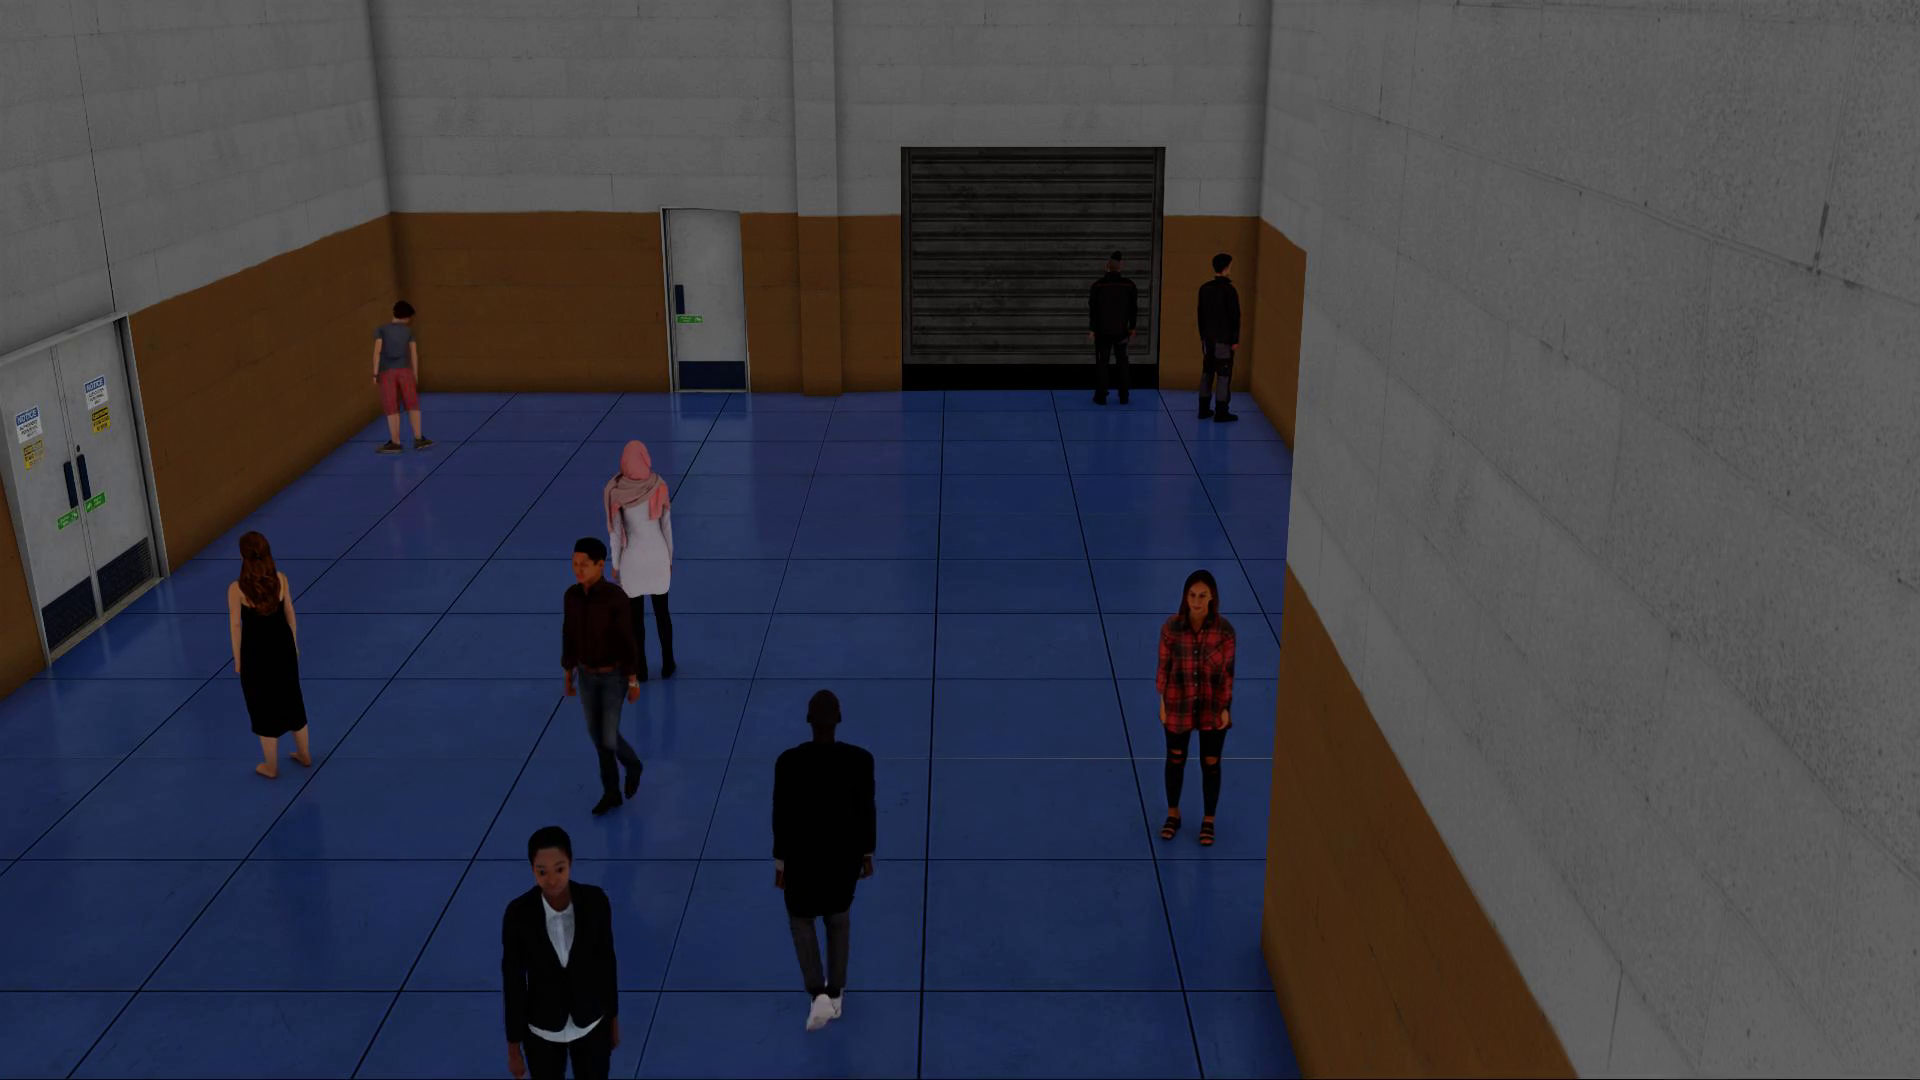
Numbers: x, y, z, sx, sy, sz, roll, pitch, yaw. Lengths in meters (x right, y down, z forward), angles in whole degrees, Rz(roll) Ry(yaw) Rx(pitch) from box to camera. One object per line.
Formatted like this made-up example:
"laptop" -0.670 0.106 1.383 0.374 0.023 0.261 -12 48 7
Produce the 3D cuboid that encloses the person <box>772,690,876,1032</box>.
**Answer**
"person" -0.646 1.567 7.903 0.851 1.747 0.813 -4 19 -11

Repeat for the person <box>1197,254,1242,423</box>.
"person" 2.974 -2.336 19.168 0.828 1.946 0.781 -16 24 -40

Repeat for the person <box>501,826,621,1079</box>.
"person" -1.585 1.948 6.677 1.049 1.810 0.887 -6 20 -18

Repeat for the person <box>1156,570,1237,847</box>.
"person" 1.384 0.974 9.733 0.550 1.702 0.717 4 19 11

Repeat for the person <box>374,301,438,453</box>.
"person" -6.115 -1.748 17.925 0.909 1.613 0.749 18 25 42

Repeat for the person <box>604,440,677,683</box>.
"person" -2.288 0.150 12.021 0.622 1.803 0.752 -6 20 -17

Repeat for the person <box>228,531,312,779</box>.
"person" -4.406 0.725 10.595 0.730 1.623 0.675 16 24 39

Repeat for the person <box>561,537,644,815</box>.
"person" -2.123 0.803 10.133 0.754 1.771 0.849 8 20 22

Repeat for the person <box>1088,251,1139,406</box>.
"person" 1.829 -2.544 19.885 0.562 1.859 0.838 -2 19 -5
